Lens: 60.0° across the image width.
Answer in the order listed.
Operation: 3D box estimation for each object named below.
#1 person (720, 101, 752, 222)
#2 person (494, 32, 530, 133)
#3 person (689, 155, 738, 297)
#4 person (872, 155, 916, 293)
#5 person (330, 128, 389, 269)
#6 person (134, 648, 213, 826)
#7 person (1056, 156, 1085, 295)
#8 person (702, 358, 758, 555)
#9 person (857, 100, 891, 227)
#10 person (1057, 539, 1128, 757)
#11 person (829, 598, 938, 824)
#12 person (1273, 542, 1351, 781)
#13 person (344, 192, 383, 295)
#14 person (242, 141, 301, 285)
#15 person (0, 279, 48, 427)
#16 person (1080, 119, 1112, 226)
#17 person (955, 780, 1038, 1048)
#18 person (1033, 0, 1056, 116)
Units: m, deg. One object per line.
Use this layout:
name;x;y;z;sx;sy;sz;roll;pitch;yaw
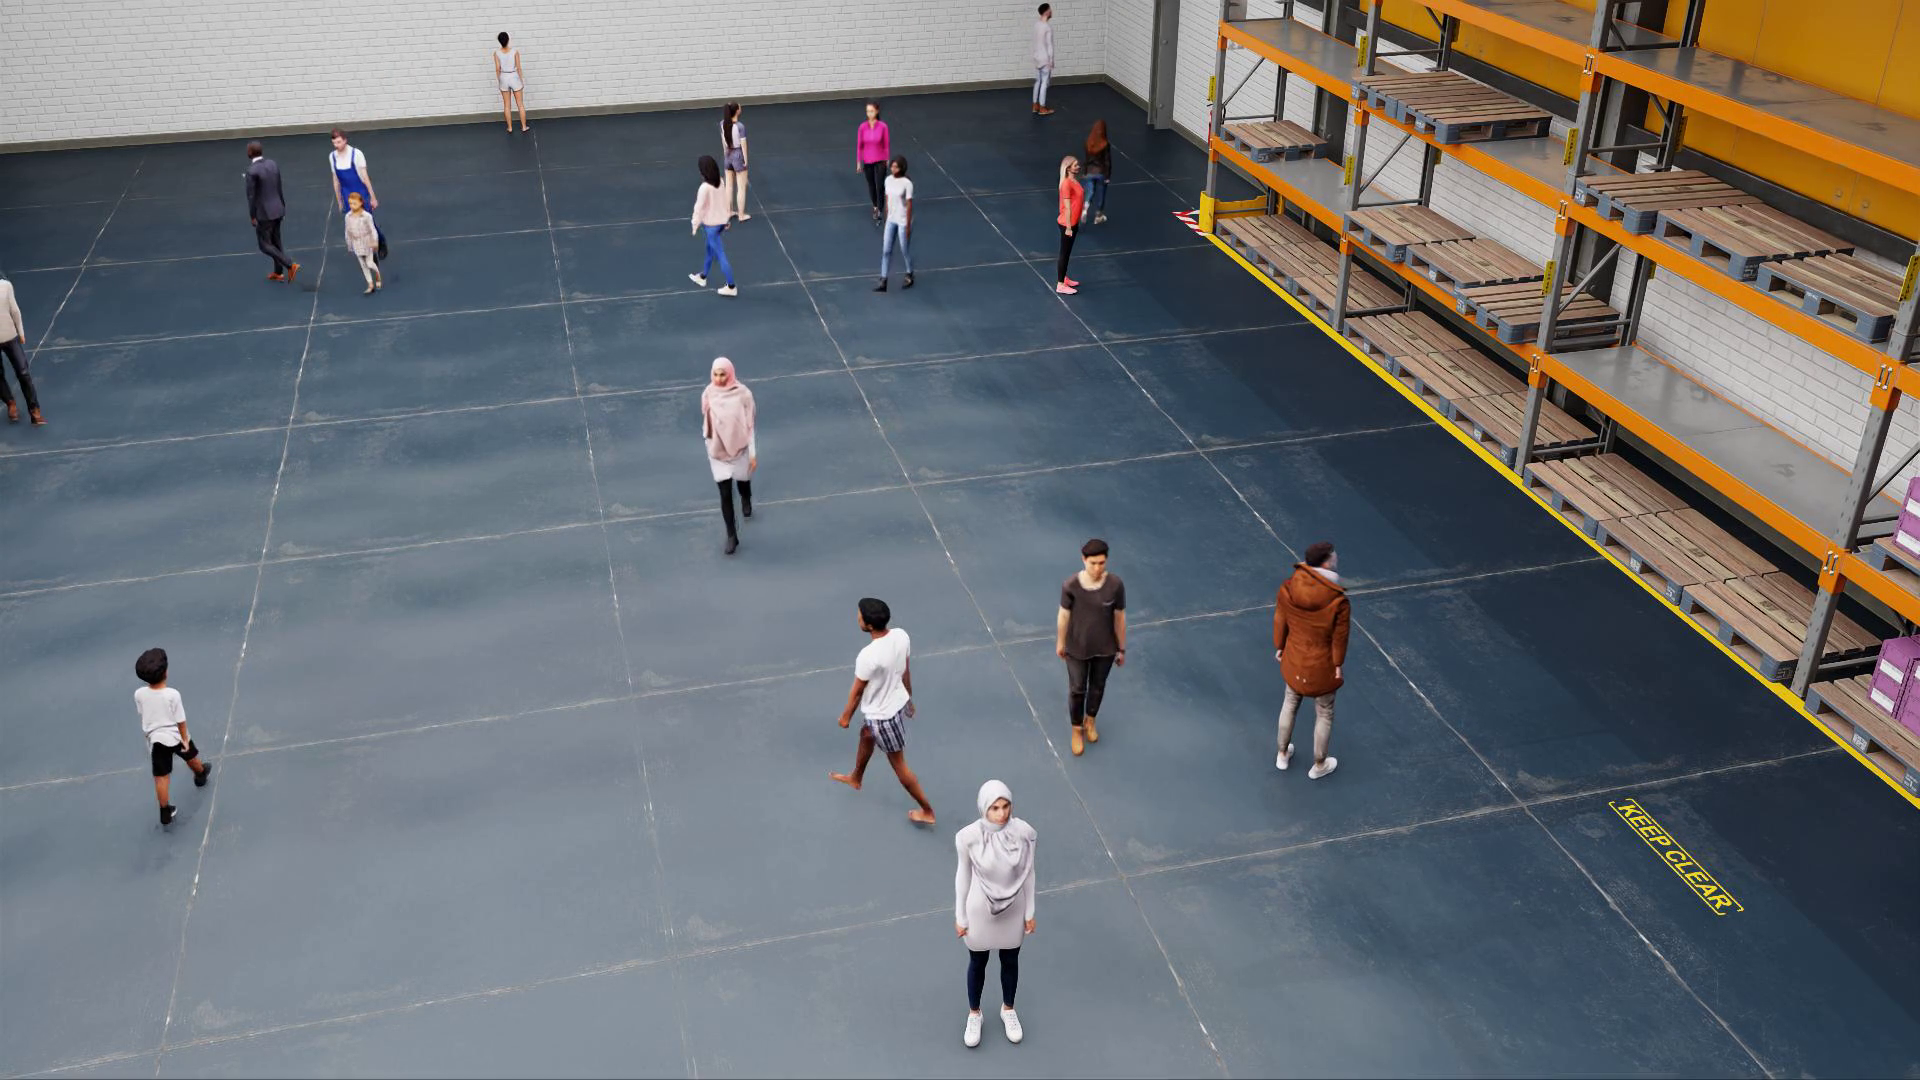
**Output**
person;-3.137;-5.276;23.136;0.647;1.646;0.717;17;33;28
person;-7.386;-7.519;27.294;0.599;1.601;0.585;-3;29;-6
person;-2.930;-3.813;20.359;1.101;1.737;1.061;14;31;23
person;-0.709;-3.925;20.605;0.986;1.698;1.017;19;34;30
person;-7.731;-4.434;21.407;0.830;1.824;0.911;2;29;4
person;-5.464;1.368;11.397;0.581;1.224;0.924;-2;29;-4
person;1.340;-3.922;20.605;0.734;1.693;0.608;5;29;9
person;-2.017;-0.797;14.776;0.793;1.788;1.044;1;29;1
person;-1.170;-5.259;23.073;0.787;1.677;0.966;3;29;5
person;0.945;0.701;12.123;0.710;1.700;0.748;-2;29;-3
person;-0.442;1.204;11.225;1.149;1.676;1.134;15;32;26
person;2.473;0.851;11.705;0.829;1.837;0.901;19;34;30
person;-7.368;-3.705;20.617;0.625;1.300;0.665;5;29;8
person;-8.566;-4.054;20.726;1.025;1.809;0.994;11;30;19
person;-9.880;-2.064;17.059;0.967;1.827;1.186;-21;35;-33
person;1.855;-5.038;22.884;0.806;1.469;0.871;15;32;25
person;0.200;2.111;9.460;0.643;1.775;0.571;-3;29;-5
person;1.408;-8.187;28.273;0.800;1.837;0.608;-16;32;-27
